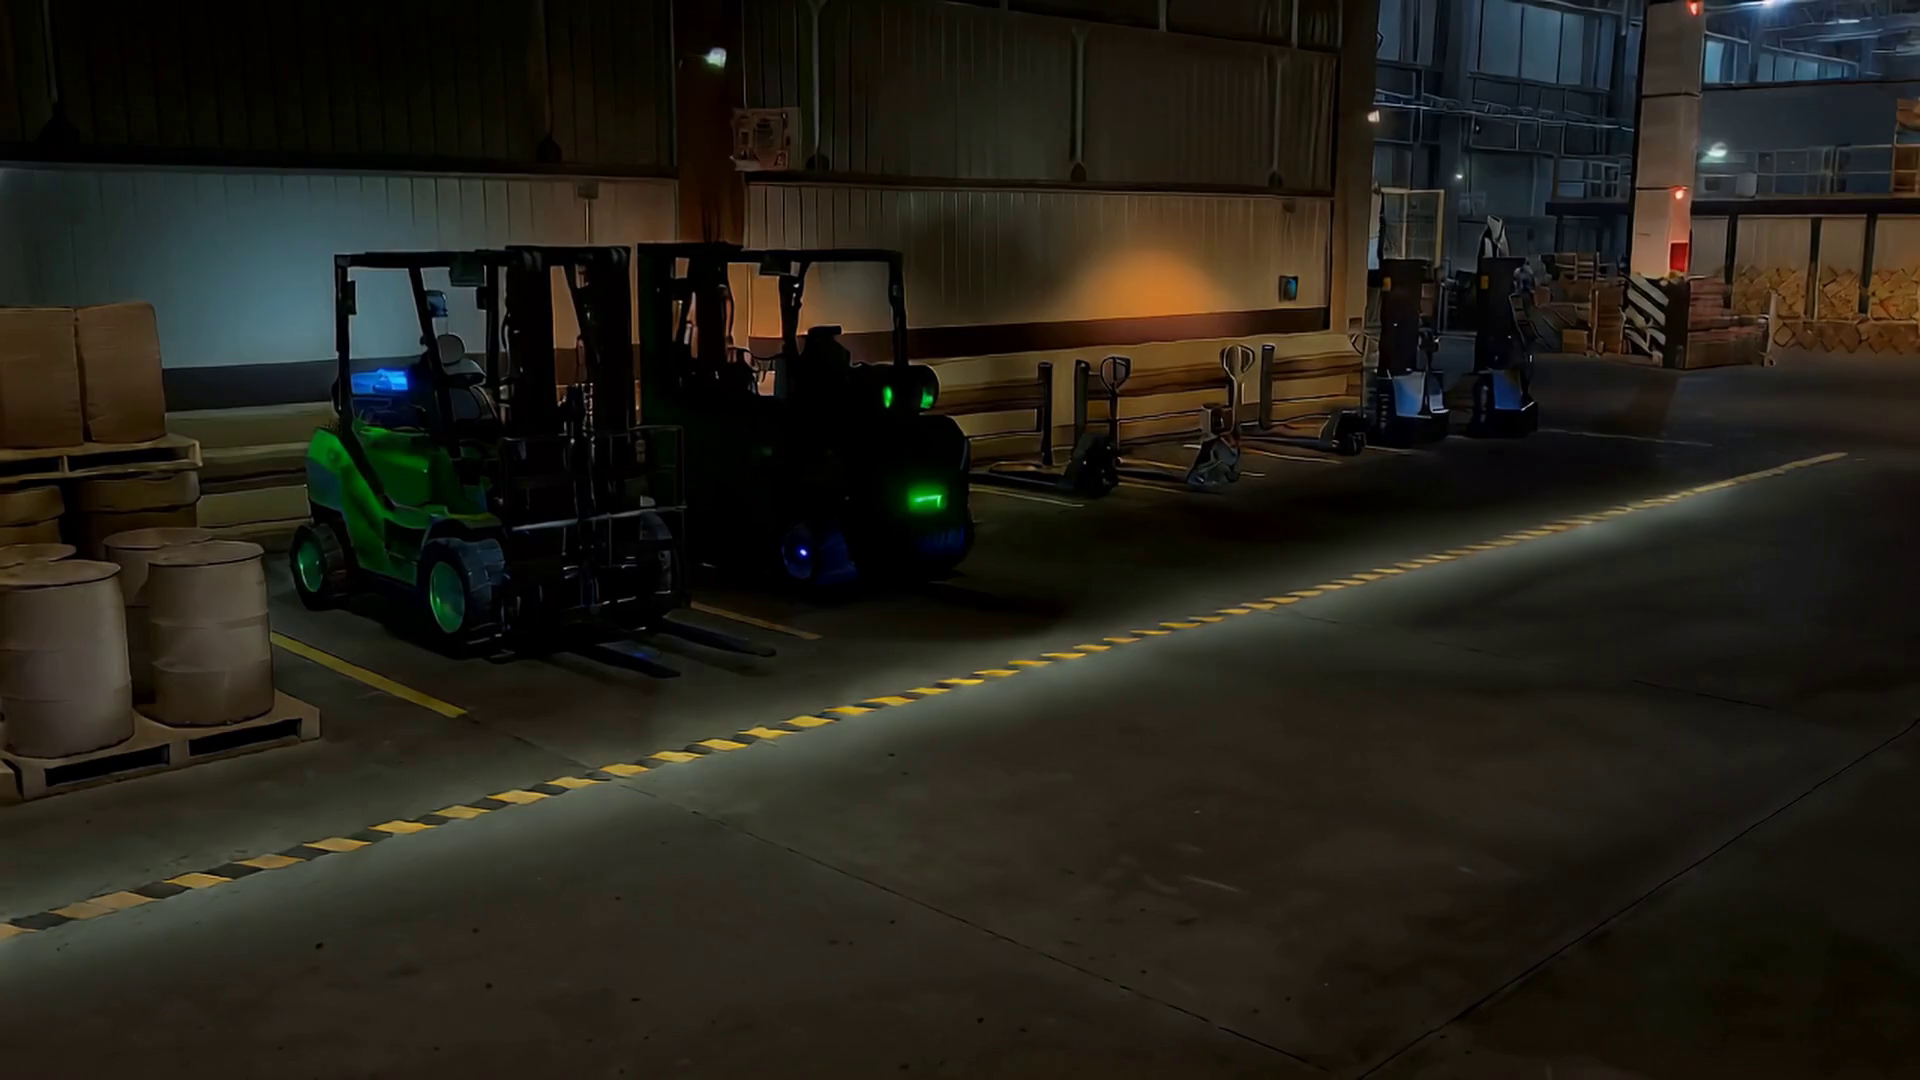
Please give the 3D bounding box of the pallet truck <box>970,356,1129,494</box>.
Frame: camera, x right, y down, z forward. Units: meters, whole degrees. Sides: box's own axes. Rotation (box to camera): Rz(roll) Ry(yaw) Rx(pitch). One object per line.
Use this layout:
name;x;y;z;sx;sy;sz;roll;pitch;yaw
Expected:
pallet truck;0.784;-1.085;14.876;0.680;1.201;1.601;-10;14;-44

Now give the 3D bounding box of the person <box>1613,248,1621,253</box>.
person;18.060;-7.079;45.769;0.574;1.887;0.355;-10;14;-42

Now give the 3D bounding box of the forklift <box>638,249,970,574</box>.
forklift;-1.173;-0.958;11.239;2.680;1.987;1.157;10;14;43

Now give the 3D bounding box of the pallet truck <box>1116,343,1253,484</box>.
pallet truck;1.962;-1.215;15.415;1.522;1.261;0.704;10;14;43

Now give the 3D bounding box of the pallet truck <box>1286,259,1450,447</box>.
pallet truck;4.493;-2.078;18.196;0.823;1.965;1.885;-9;14;-40

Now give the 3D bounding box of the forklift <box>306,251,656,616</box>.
forklift;-2.833;-0.669;9.694;1.157;1.987;2.680;-10;14;-44

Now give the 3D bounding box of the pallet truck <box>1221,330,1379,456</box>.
pallet truck;3.563;-1.581;17.381;0.653;1.274;1.630;-10;14;-44

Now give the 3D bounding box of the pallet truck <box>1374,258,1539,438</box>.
pallet truck;5.704;-2.208;18.901;1.885;1.965;0.823;10;14;43
